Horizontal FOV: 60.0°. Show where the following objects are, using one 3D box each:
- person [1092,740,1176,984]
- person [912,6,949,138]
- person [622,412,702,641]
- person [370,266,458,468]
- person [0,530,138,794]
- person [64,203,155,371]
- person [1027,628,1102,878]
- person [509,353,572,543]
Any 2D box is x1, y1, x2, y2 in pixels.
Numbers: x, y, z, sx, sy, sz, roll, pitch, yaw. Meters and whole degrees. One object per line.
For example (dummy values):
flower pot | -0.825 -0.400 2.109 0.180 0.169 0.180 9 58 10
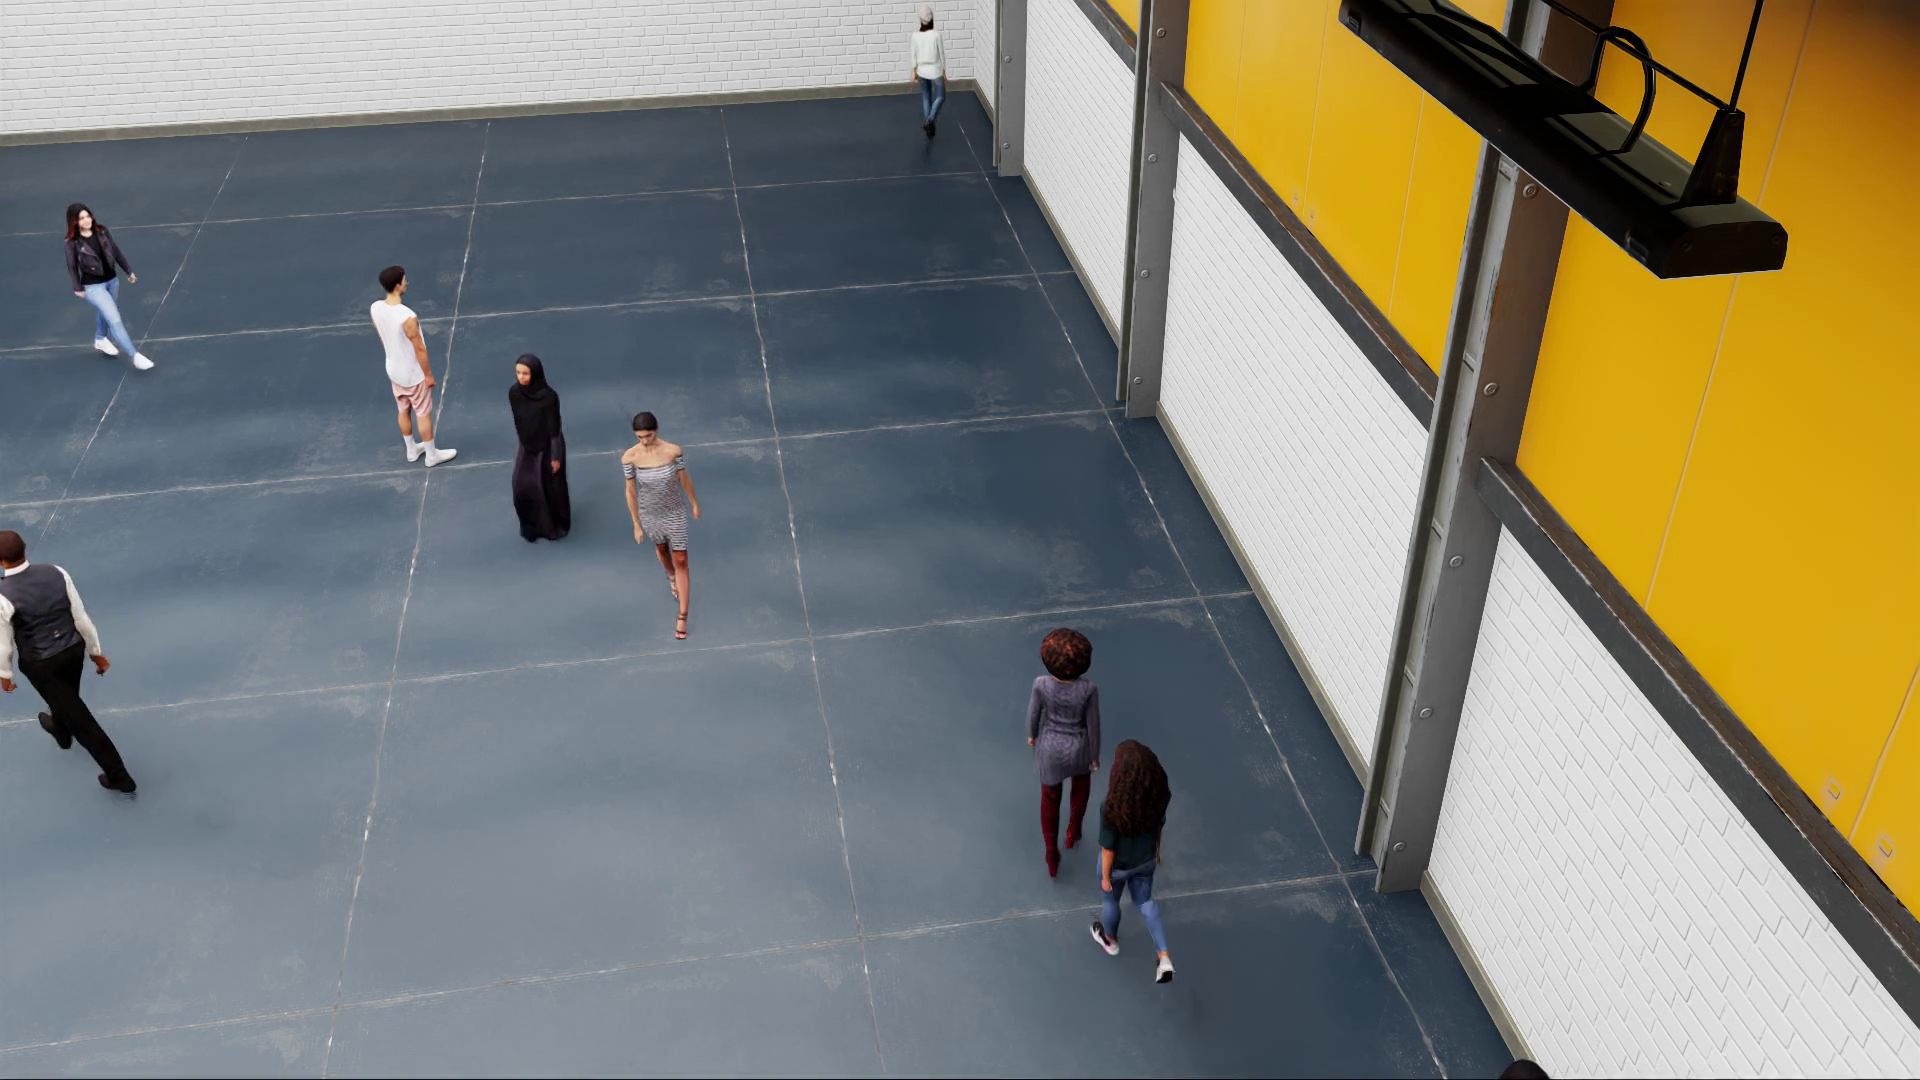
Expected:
person | 0.984 1.818 9.246 0.771 1.604 1.001 -17 37 -23
person | -0.380 -5.785 20.652 0.829 1.641 0.939 11 35 16
person | -2.181 -0.213 12.151 0.650 1.771 1.037 -7 34 -11
person | -4.659 -1.445 13.994 0.730 1.782 0.775 18 38 25
person | -5.660 0.824 10.509 1.301 1.861 1.309 18 37 25
person | -8.095 -2.391 15.589 1.126 1.591 1.138 16 37 23
person | 0.612 1.323 9.912 0.722 1.691 0.787 5 34 8
person | -3.264 -0.768 13.133 0.764 1.609 0.845 9 35 13
